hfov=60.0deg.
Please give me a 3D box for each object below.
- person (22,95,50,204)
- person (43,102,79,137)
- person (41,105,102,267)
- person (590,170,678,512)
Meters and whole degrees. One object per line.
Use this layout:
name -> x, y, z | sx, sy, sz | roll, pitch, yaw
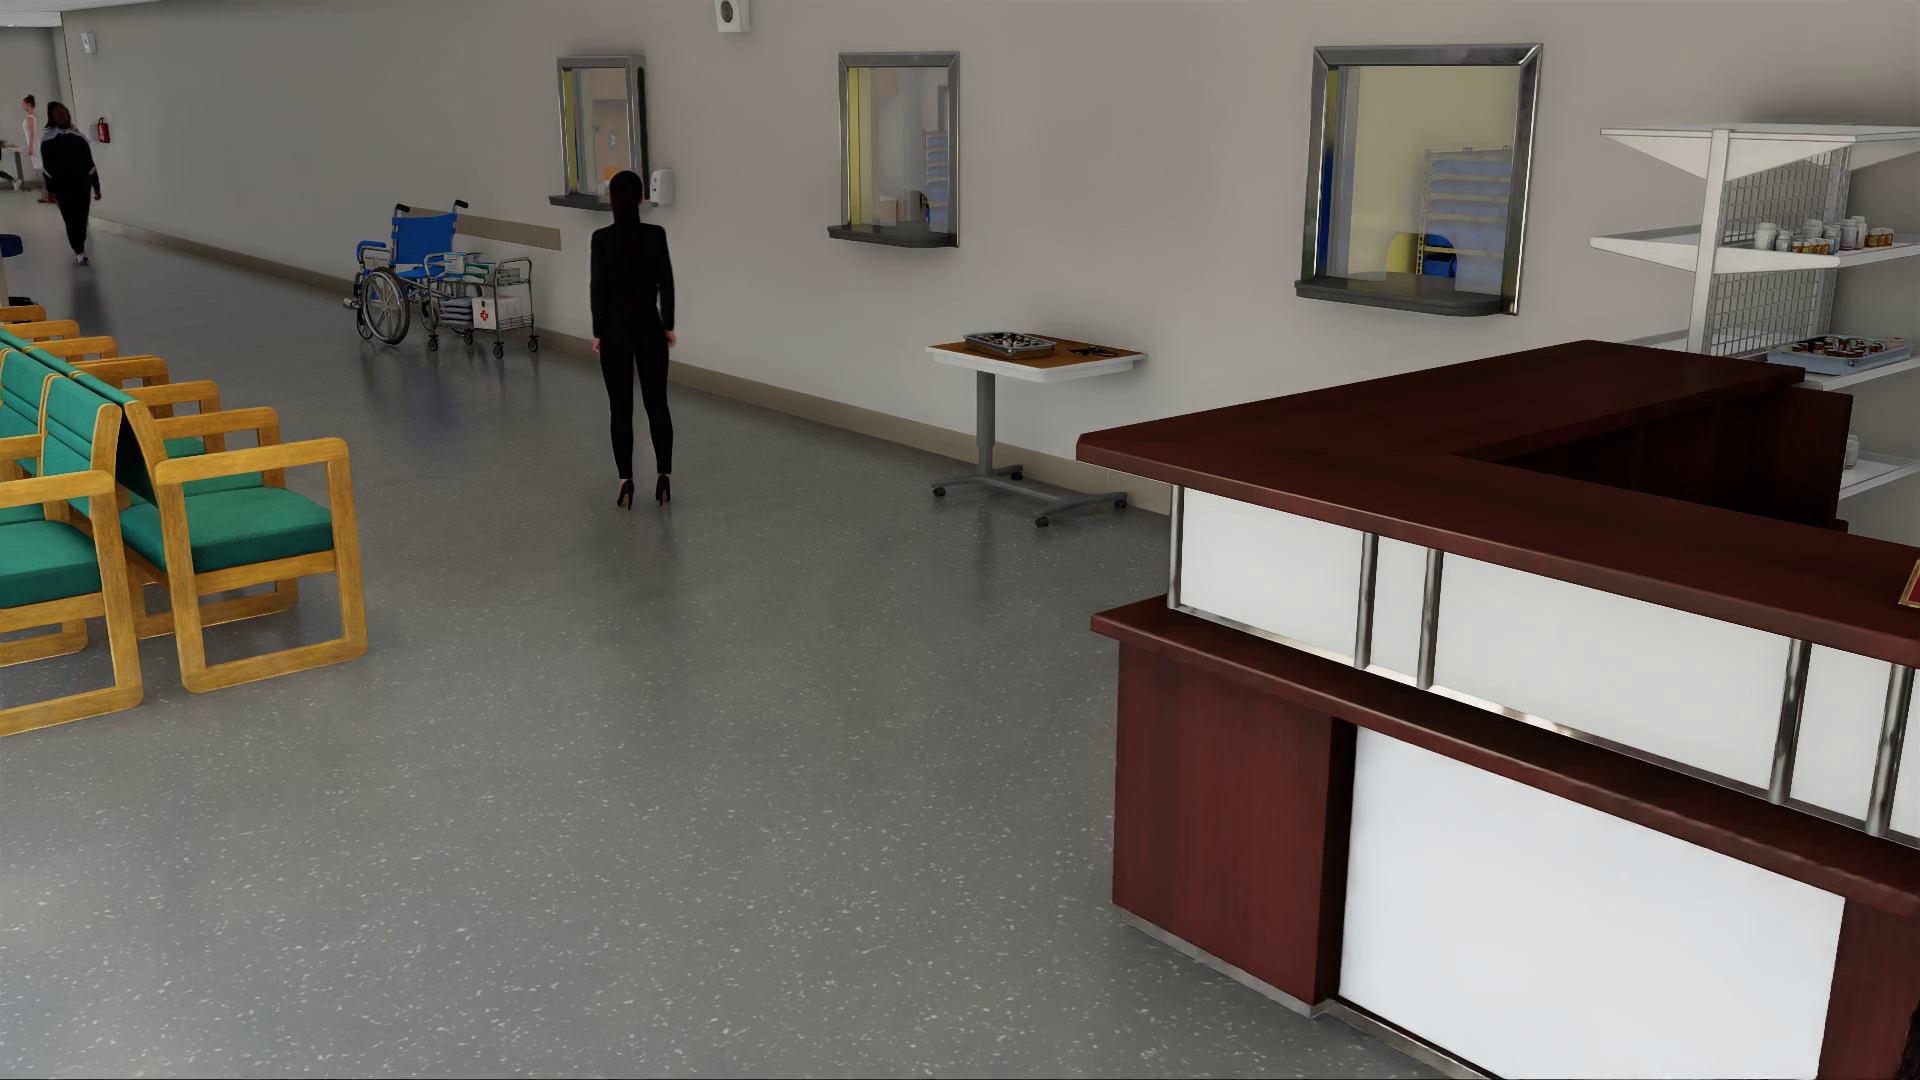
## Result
person -> -15.781, -6.681, 28.411 | 0.605, 1.796, 0.633 | -5, 16, -17
person -> -11.915, -4.924, 22.202 | 0.624, 1.785, 0.692 | -11, 19, -33
person -> -10.162, -4.022, 18.997 | 1.060, 1.788, 0.740 | -13, 20, -38
person -> -1.658, -1.016, 8.472 | 0.521, 1.712, 0.690 | -7, 17, -22
